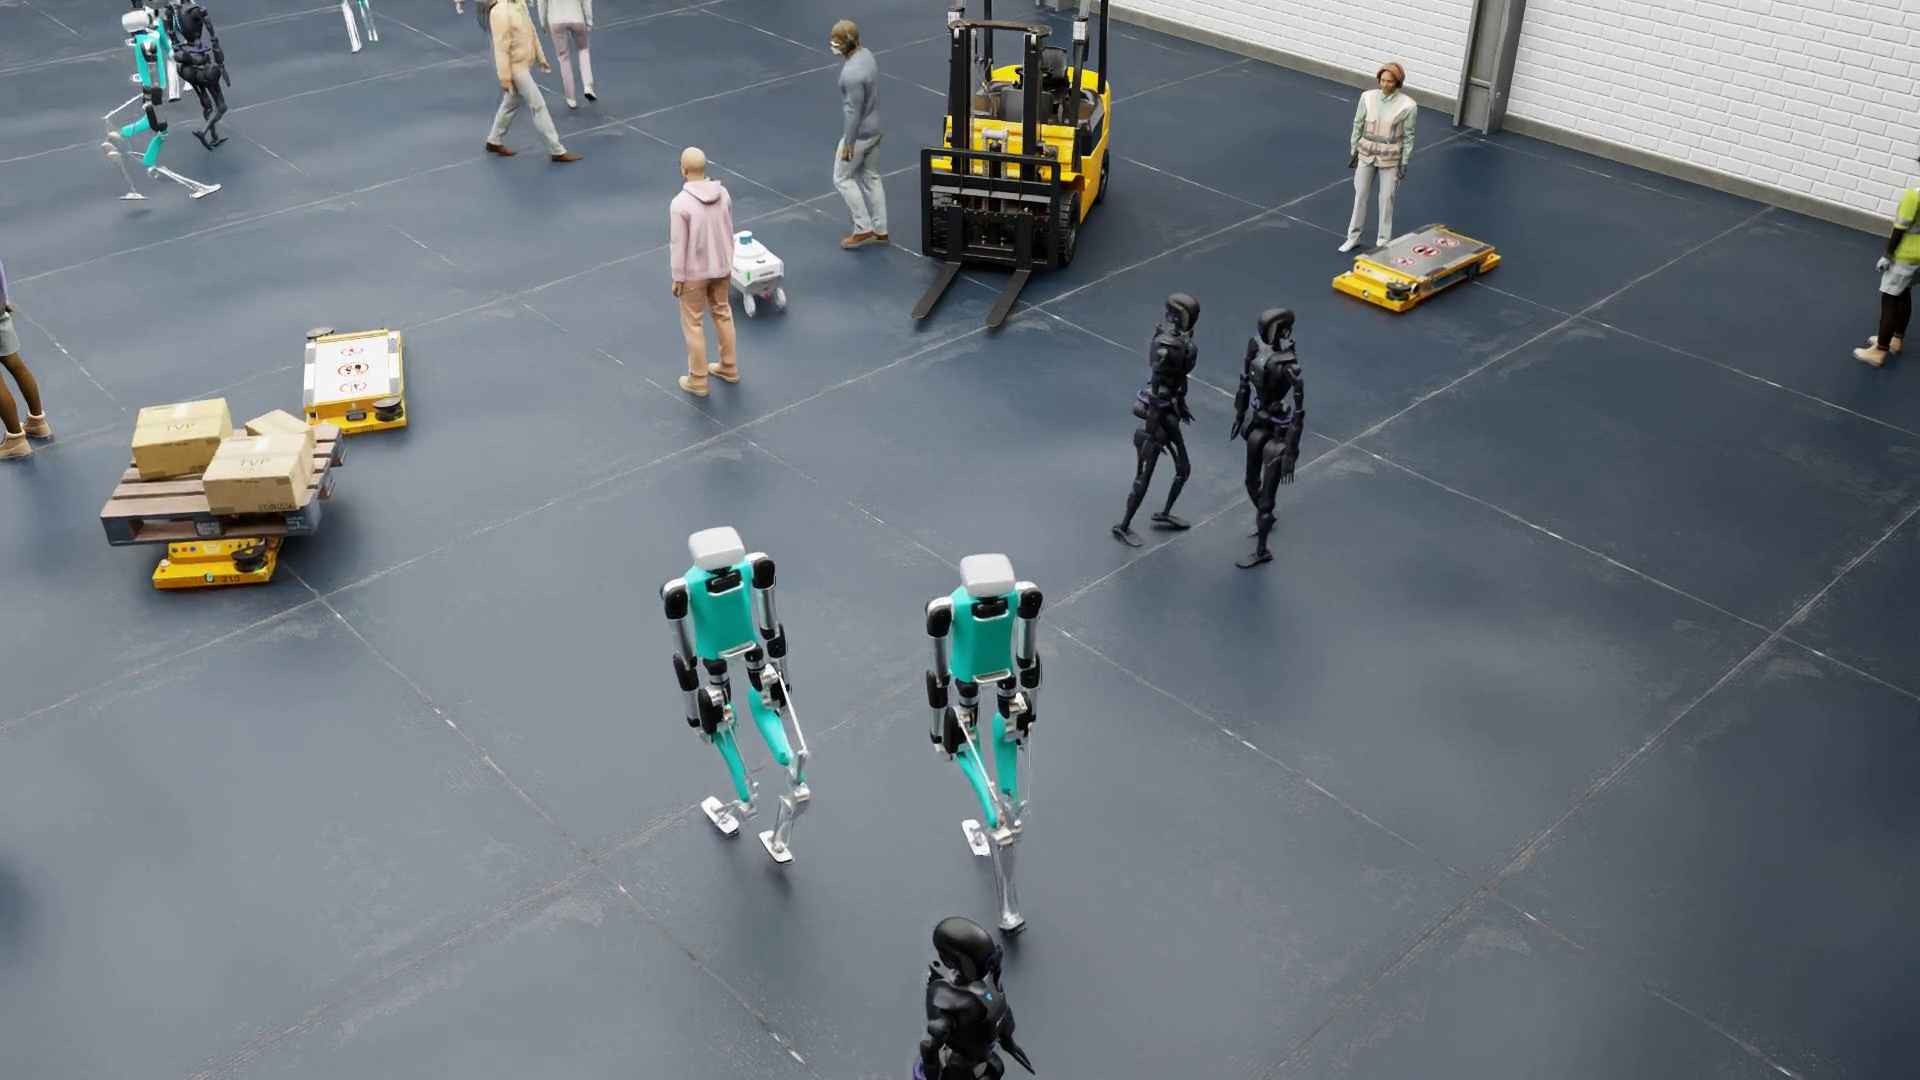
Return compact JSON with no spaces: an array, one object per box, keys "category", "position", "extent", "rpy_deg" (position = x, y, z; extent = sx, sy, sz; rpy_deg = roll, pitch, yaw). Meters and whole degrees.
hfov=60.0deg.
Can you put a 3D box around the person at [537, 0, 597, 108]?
[{"category":"person","position":[-4.012,-5.291,16.951],"extent":[0.530,1.743,0.378],"rpy_deg":[-9,34,-14]}]

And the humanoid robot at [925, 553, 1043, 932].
[{"category":"humanoid robot","position":[0.204,0.970,7.359],"extent":[0.531,1.772,0.988],"rpy_deg":[-11,35,-16]}]

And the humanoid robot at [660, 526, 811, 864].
[{"category":"humanoid robot","position":[-0.957,0.810,7.583],"extent":[0.548,1.756,0.948],"rpy_deg":[-18,37,-26]}]

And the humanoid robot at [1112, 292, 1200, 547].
[{"category":"humanoid robot","position":[1.223,-0.743,10.030],"extent":[0.452,1.645,0.613],"rpy_deg":[15,36,22]}]

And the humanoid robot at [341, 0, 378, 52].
[{"category":"humanoid robot","position":[-6.850,-6.334,18.653],"extent":[0.547,1.874,0.822],"rpy_deg":[-3,33,-5]}]

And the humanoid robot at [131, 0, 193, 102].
[{"category":"humanoid robot","position":[-8.119,-5.350,17.042],"extent":[0.542,1.722,1.017],"rpy_deg":[-8,34,-12]}]

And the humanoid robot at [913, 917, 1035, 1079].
[{"category":"humanoid robot","position":[-0.032,1.914,5.955],"extent":[0.543,1.643,0.601],"rpy_deg":[15,36,22]}]

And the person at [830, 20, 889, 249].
[{"category":"person","position":[-0.822,-3.384,13.888],"extent":[0.466,1.901,0.650],"rpy_deg":[6,34,9]}]

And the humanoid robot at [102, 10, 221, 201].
[{"category":"humanoid robot","position":[-7.216,-3.696,14.541],"extent":[1.046,1.760,0.555],"rpy_deg":[-16,36,-23]}]

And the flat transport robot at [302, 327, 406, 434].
[{"category":"flat transport robot","position":[-4.353,-1.167,11.967],"extent":[0.659,0.231,1.431],"rpy_deg":[-9,34,-14]}]

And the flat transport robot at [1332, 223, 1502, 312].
[{"category":"flat transport robot","position":[3.759,-2.241,13.617],"extent":[1.431,0.231,0.659],"rpy_deg":[-26,41,-34]}]

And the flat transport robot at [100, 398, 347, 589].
[{"category":"flat transport robot","position":[-4.541,-0.179,10.448],"extent":[0.659,0.231,1.431],"rpy_deg":[-3,33,-5]}]

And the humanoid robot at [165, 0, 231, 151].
[{"category":"humanoid robot","position":[-7.322,-4.529,15.847],"extent":[0.585,1.645,0.560],"rpy_deg":[10,34,15]}]

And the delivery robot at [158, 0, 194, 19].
[{"category":"delivery robot","position":[-9.405,-6.405,19.734],"extent":[0.499,0.571,0.756],"rpy_deg":[-10,34,-15]}]

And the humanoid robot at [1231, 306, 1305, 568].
[{"category":"humanoid robot","position":[1.844,-0.647,9.881],"extent":[0.441,1.655,0.612],"rpy_deg":[-17,37,-24]}]

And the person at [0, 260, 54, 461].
[{"category":"person","position":[-6.421,-1.481,10.827],"extent":[0.375,2.040,0.613],"rpy_deg":[4,33,6]}]

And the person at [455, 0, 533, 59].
[{"category":"person","position":[-4.908,-5.733,17.545],"extent":[0.808,1.836,0.763],"rpy_deg":[-16,36,-23]}]

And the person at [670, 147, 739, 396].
[{"category":"person","position":[-1.778,-1.877,11.682],"extent":[0.403,1.772,0.538],"rpy_deg":[27,42,35]}]

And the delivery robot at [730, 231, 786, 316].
[{"category":"delivery robot","position":[-1.698,-2.159,13.246],"extent":[0.499,0.613,0.817],"rpy_deg":[-19,37,-26]}]

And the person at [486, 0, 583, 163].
[{"category":"person","position":[-4.142,-4.460,15.603],"extent":[0.976,1.826,0.564],"rpy_deg":[3,33,4]}]

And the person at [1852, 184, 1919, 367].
[{"category":"person","position":[6.894,-2.086,12.078],"extent":[0.537,1.685,0.335],"rpy_deg":[-19,38,-27]}]

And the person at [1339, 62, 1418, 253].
[{"category":"person","position":[3.461,-3.129,13.726],"extent":[0.522,1.637,0.304],"rpy_deg":[20,38,28]}]

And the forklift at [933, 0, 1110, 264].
[{"category":"forklift","position":[0.570,-3.725,14.138],"extent":[1.214,2.155,2.313],"rpy_deg":[9,34,13]}]
